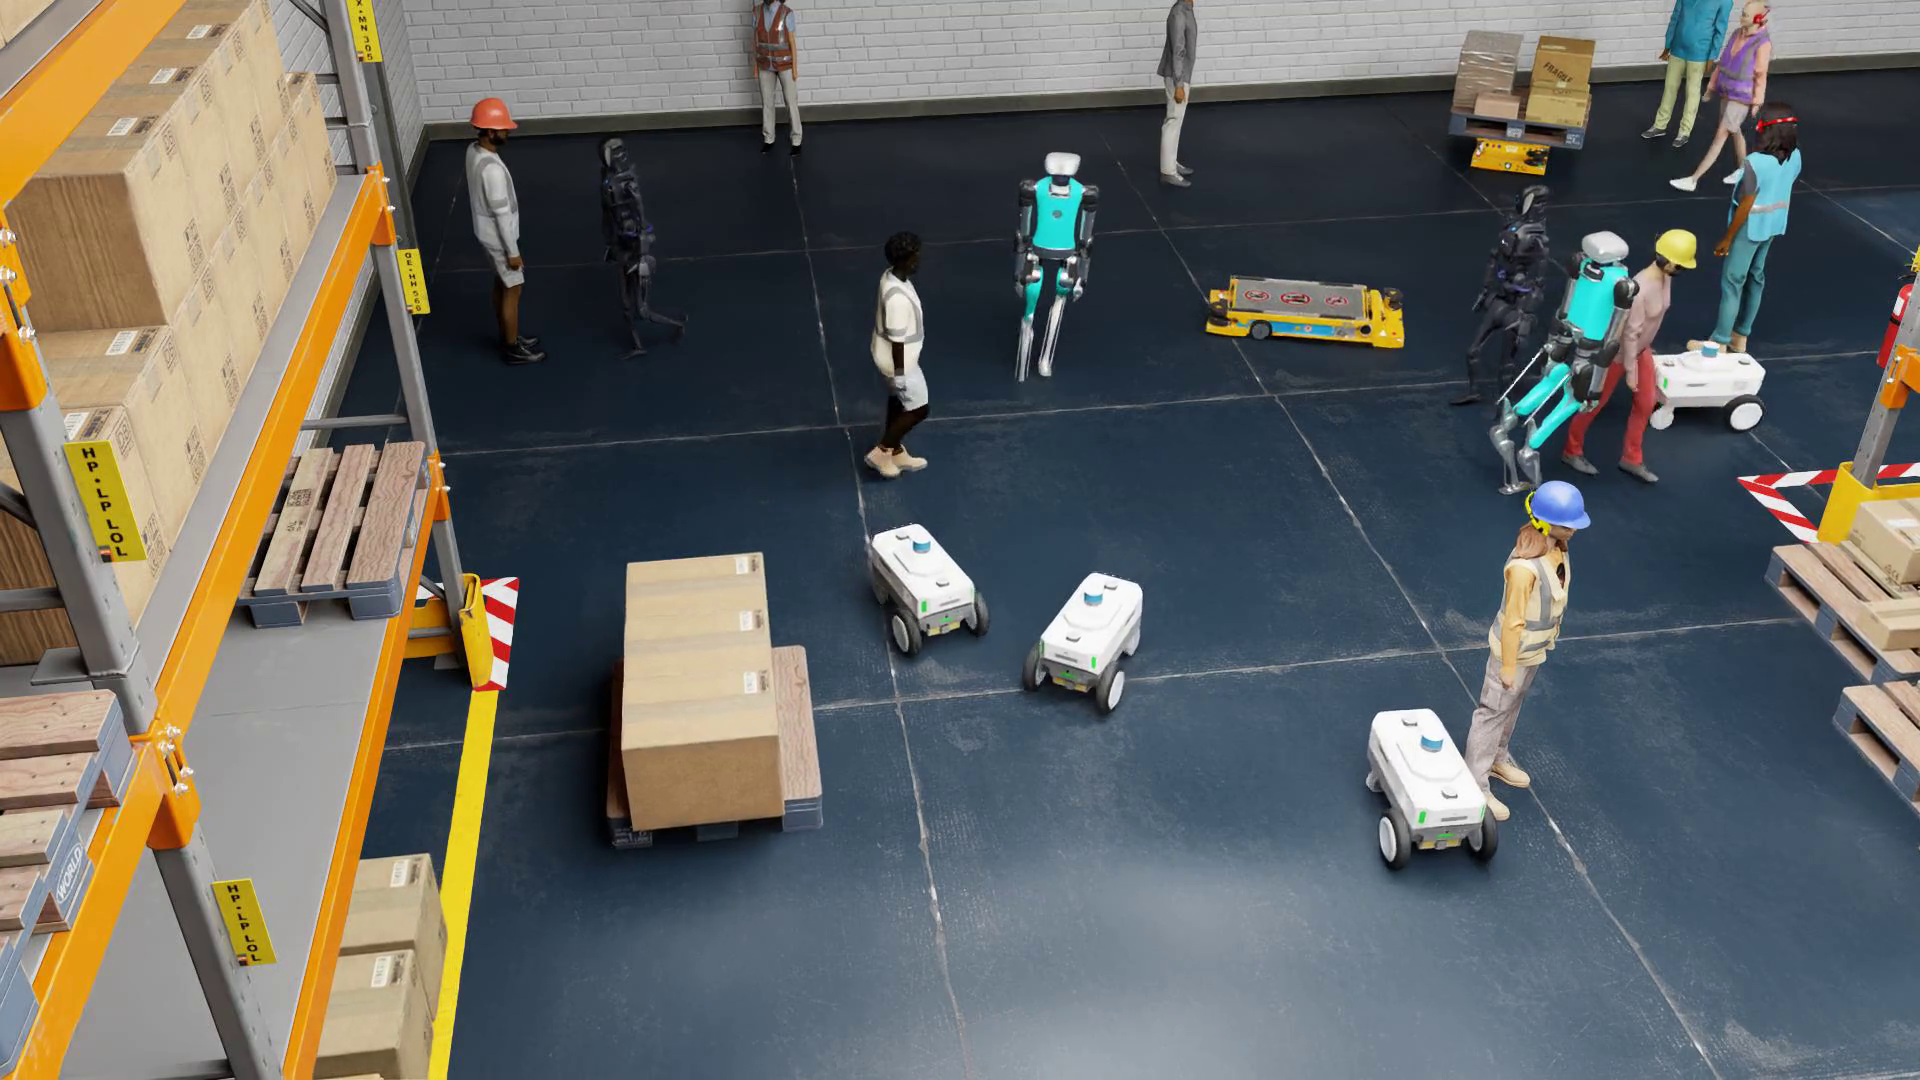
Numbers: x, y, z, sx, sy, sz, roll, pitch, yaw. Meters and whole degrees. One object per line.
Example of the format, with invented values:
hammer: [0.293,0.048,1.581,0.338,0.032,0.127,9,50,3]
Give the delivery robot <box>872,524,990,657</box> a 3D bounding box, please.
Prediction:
delivery robot: [-0.203,0.246,9.218,0.499,0.600,0.802,-15,36,-22]

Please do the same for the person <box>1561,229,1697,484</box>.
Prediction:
person: [4.145,-1.135,10.254,0.525,1.726,0.533,-25,41,-33]

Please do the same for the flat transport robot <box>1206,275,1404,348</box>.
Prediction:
flat transport robot: [2.586,-1.710,12.472,1.431,0.231,0.659,5,34,8]

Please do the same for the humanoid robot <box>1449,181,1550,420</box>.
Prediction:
humanoid robot: [3.590,-1.543,10.924,0.406,1.658,0.601,-9,34,-14]

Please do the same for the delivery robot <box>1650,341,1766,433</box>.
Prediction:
delivery robot: [5.010,-1.040,11.203,0.815,0.614,0.499,-2,33,-2]

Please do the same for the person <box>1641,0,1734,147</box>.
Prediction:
person: [6.796,-4.563,15.484,0.325,1.752,0.562,-22,39,-30]

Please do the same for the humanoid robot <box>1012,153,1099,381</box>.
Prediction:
humanoid robot: [0.634,-1.835,11.421,0.556,1.869,0.779,2,33,3]

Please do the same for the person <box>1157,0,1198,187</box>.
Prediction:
person: [1.919,-4.071,14.601,0.385,1.897,0.545,6,34,9]

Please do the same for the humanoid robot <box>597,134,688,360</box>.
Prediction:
humanoid robot: [-2.266,-2.076,11.744,0.521,1.641,0.605,-24,40,-32]

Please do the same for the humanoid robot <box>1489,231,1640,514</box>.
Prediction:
humanoid robot: [3.533,-0.975,9.972,0.699,1.746,0.531,-11,35,-17]

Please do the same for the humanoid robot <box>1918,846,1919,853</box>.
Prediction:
humanoid robot: [4.582,0.873,7.275,0.546,1.884,0.759,-4,33,-6]

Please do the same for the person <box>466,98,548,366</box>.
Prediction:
person: [-3.181,-2.137,11.617,0.387,1.925,0.547,-16,36,-23]

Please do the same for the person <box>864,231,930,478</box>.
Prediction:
person: [-0.368,-1.123,10.270,0.352,1.680,0.548,-7,34,-10]

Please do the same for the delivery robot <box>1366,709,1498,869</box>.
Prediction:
delivery robot: [2.203,1.167,7.818,0.524,0.611,0.782,-4,33,-6]

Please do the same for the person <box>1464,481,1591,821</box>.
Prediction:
person: [2.617,0.496,7.712,0.311,1.778,0.463,22,39,30]

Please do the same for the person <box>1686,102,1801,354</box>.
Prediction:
person: [5.553,-2.146,11.680,0.522,1.866,0.395,-18,37,-25]

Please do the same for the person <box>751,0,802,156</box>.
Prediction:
person: [-1.687,-4.353,15.232,0.431,1.681,0.317,9,34,14]

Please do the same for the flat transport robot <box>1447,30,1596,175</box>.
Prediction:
flat transport robot: [5.227,-3.789,15.658,0.659,0.231,1.431,12,35,17]

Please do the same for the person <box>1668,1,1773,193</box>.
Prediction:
person: [6.737,-3.859,14.503,0.903,1.641,0.493,-7,34,-11]

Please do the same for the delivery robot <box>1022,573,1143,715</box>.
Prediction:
delivery robot: [0.684,0.526,8.802,0.499,0.614,0.808,15,36,22]
